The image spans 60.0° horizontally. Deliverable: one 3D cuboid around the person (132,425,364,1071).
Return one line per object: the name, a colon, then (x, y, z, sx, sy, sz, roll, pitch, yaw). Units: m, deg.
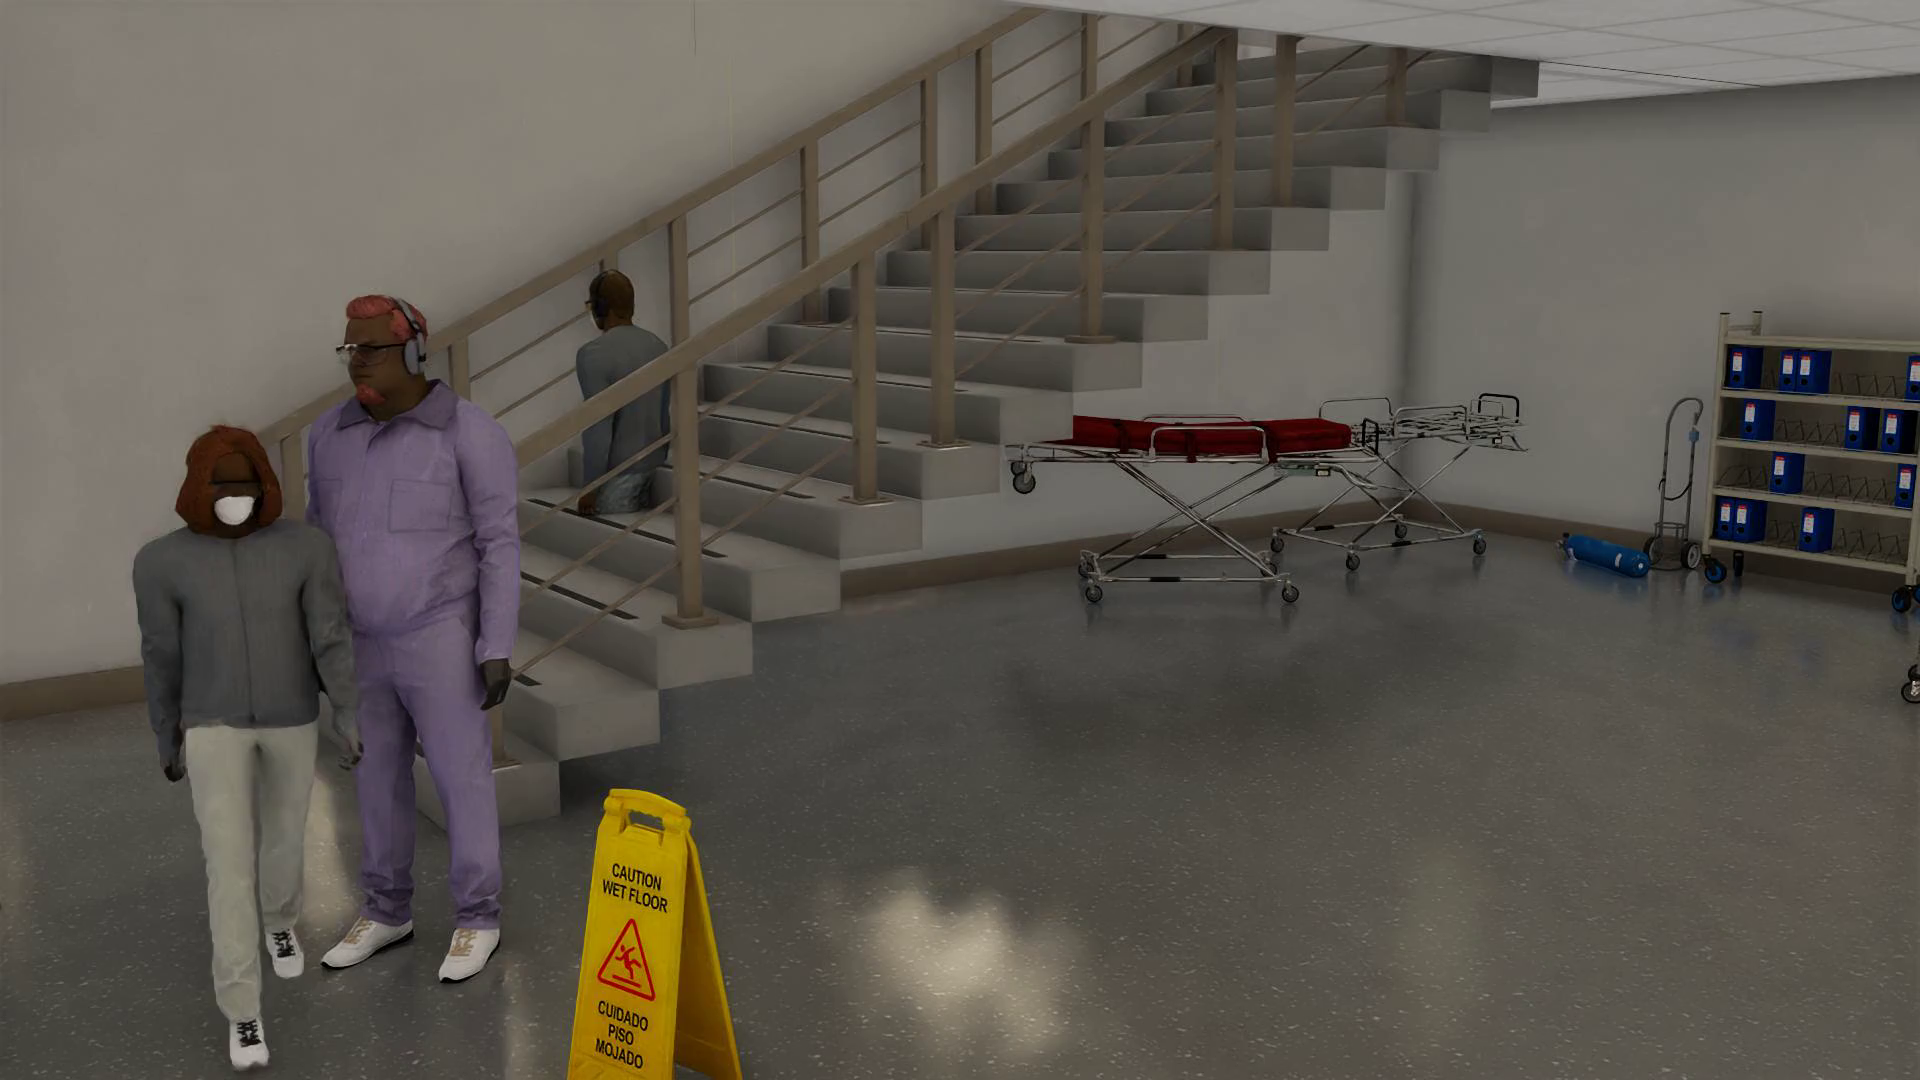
person: (-1.857, 0.484, 4.362, 0.501, 1.589, 0.819, -6, 11, -31)

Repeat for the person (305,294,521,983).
person: (-1.544, 0.281, 4.616, 0.651, 1.904, 0.403, 3, 10, 15)

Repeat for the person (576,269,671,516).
person: (-1.580, -0.298, 7.857, 0.353, 1.936, 0.635, 4, 11, 24)
